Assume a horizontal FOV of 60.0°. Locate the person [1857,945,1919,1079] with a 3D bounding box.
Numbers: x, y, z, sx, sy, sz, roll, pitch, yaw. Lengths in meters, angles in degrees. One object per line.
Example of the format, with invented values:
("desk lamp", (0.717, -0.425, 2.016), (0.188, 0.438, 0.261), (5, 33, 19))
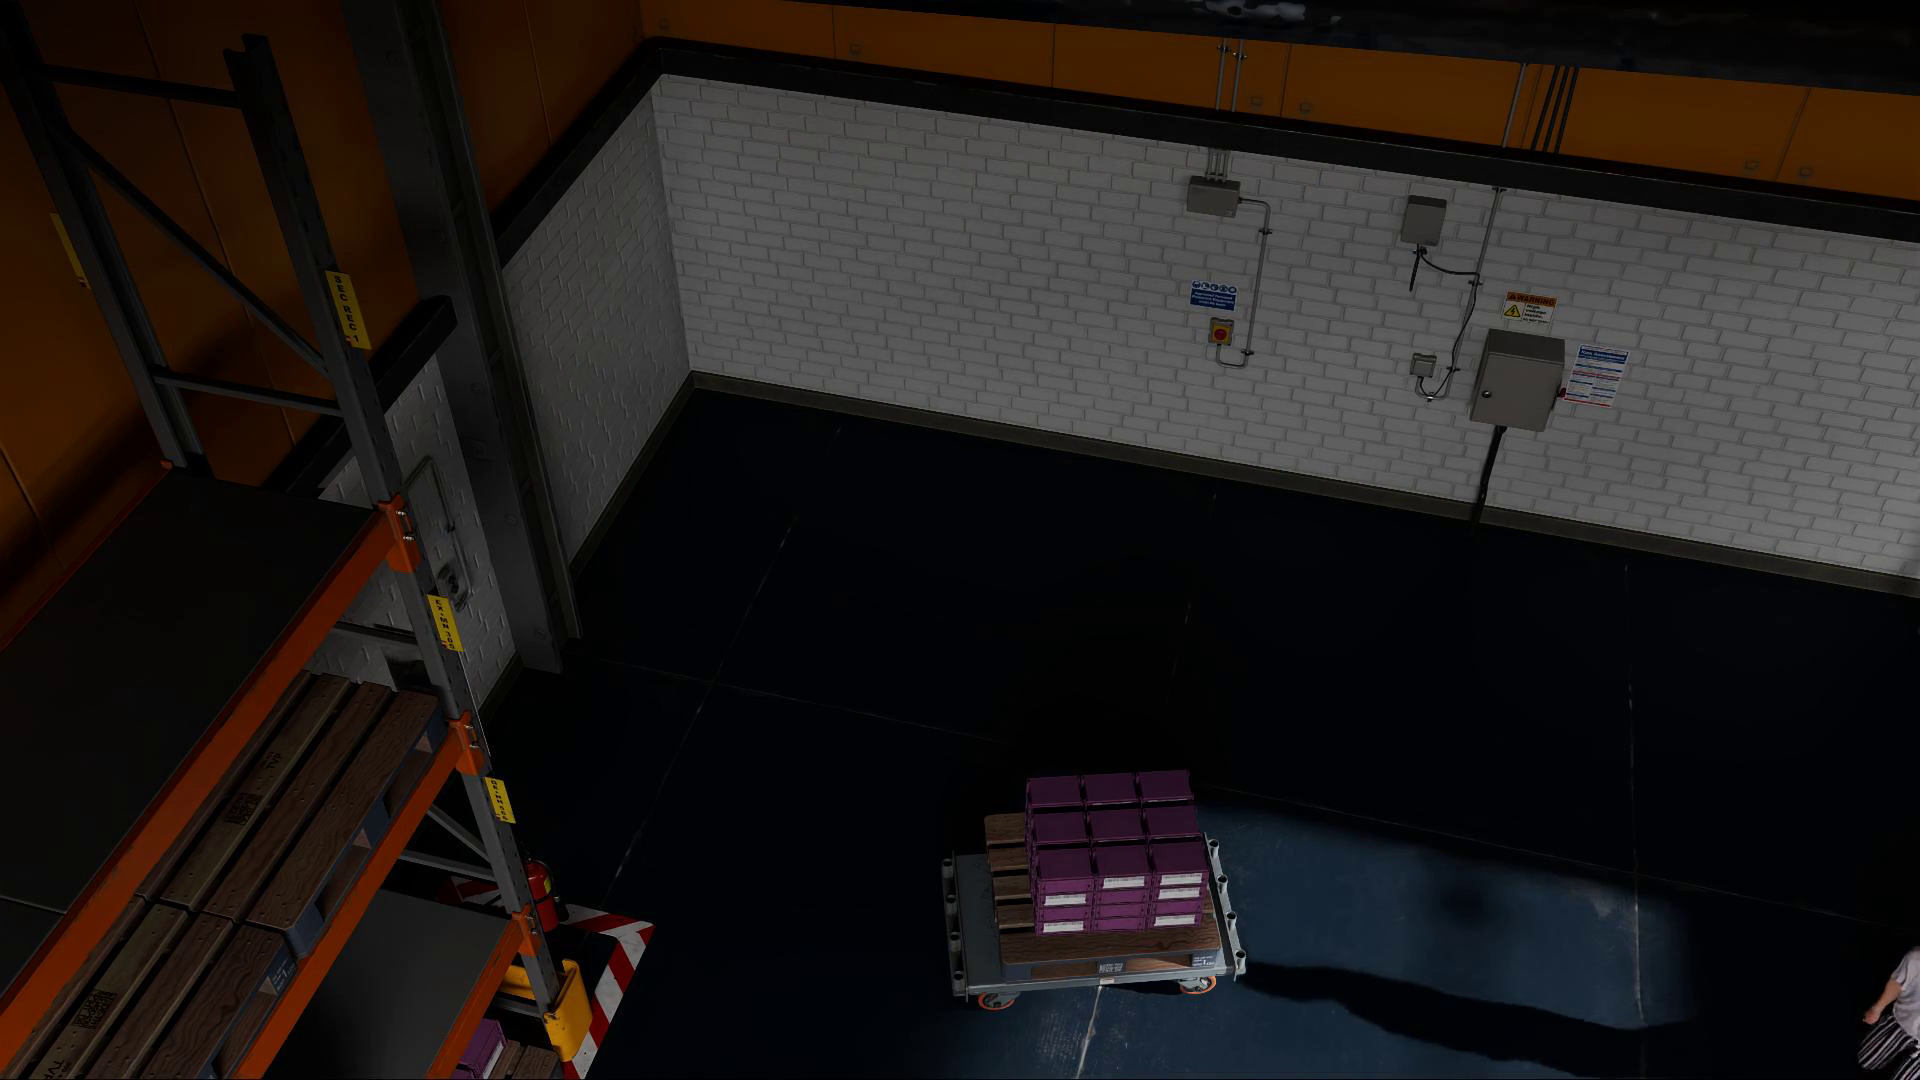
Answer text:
("person", (4.933, 2.448, 8.499), (0.928, 1.656, 1.105), (29, 51, 27))
